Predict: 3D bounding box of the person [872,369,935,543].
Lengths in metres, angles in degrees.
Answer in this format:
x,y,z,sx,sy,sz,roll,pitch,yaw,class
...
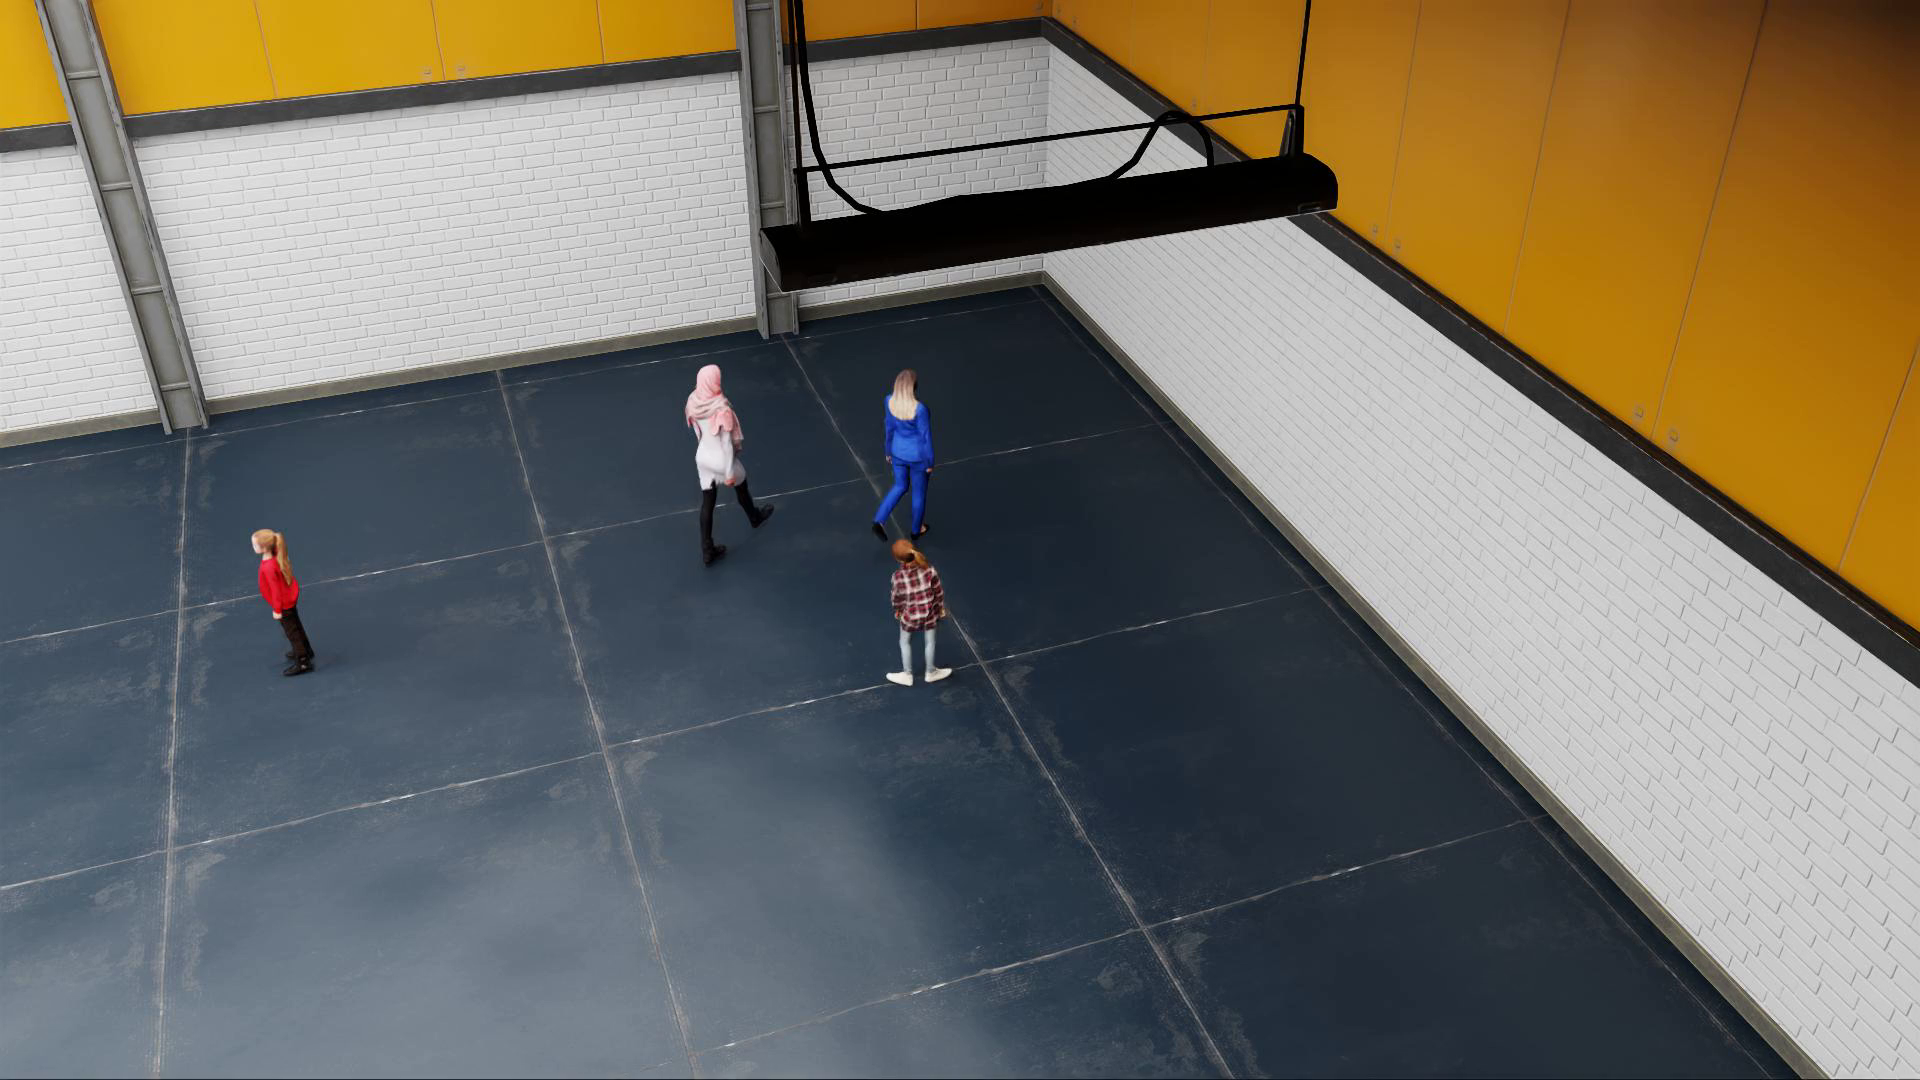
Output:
x,y,z,sx,sy,sz,roll,pitch,yaw,class
-0.477,-0.661,14.146,0.889,1.685,1.005,23,40,31,person

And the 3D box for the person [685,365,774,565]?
x,y,z,sx,sy,sz,roll,pitch,yaw,class
-2.102,-0.600,13.977,1.069,1.769,1.196,20,38,27,person

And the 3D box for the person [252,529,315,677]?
x,y,z,sx,sy,sz,roll,pitch,yaw,class
-5.222,0.460,12.824,0.513,1.281,0.520,-7,34,-10,person

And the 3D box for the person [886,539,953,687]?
x,y,z,sx,sy,sz,roll,pitch,yaw,class
-0.275,0.554,12.674,0.557,1.289,0.771,8,34,11,person
